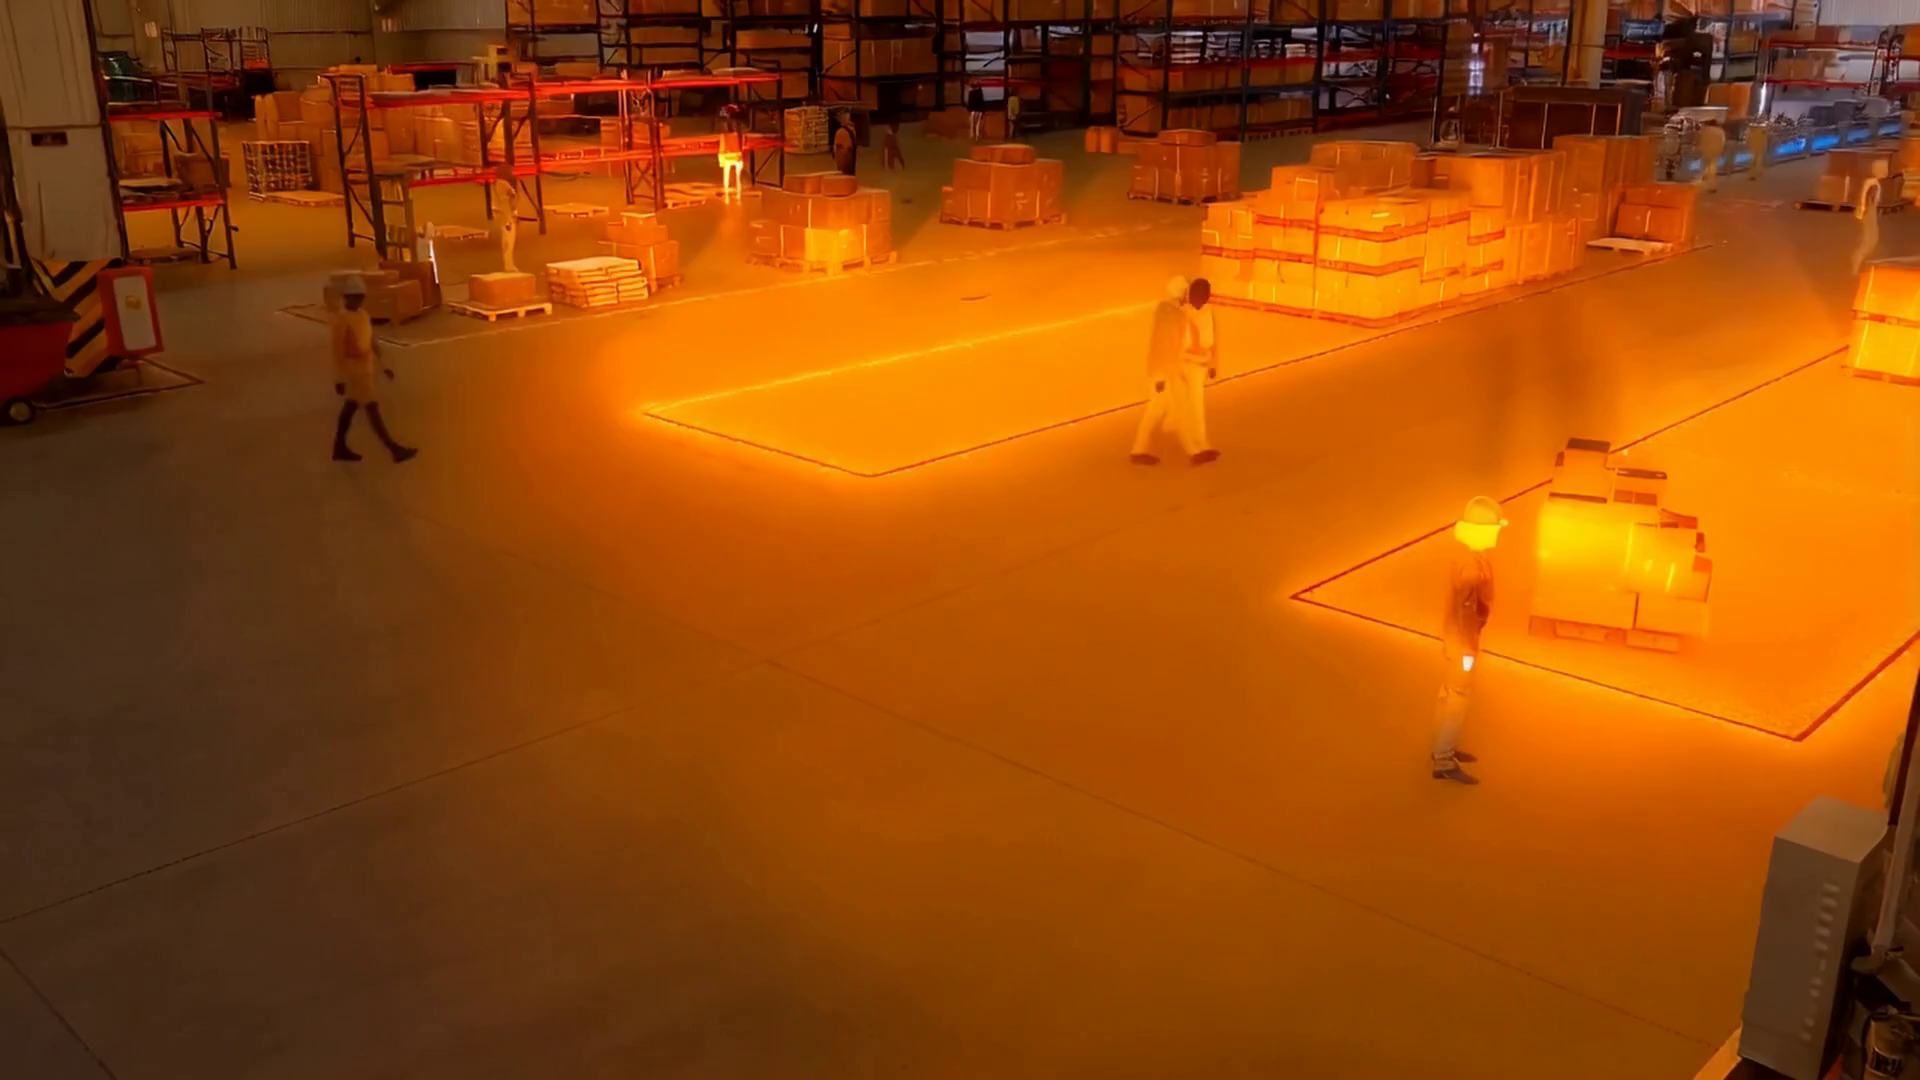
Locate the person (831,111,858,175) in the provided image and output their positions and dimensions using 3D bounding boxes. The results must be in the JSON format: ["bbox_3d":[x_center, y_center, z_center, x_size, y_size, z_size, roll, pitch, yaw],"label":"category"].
[{"bbox_3d":[-2.511,-8.200,35.800,0.537,2.000,0.689,9,21,26],"label":"person"}]

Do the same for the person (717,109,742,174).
[{"bbox_3d":[-5.891,-10.145,42.321,0.515,1.616,0.730,13,23,35],"label":"person"}]

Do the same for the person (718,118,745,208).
[{"bbox_3d":[-4.895,-8.069,35.652,0.574,1.884,0.356,-5,19,-16],"label":"person"}]

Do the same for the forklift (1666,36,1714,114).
[{"bbox_3d":[27.341,-17.291,61.877,1.129,2.768,1.873,17,25,41],"label":"forklift"}]

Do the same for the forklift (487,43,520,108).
[{"bbox_3d":[-14.866,-14.828,54.456,1.873,2.768,1.129,17,25,41],"label":"forklift"}]

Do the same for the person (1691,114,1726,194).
[{"bbox_3d":[17.117,-8.809,37.993,0.720,1.816,0.605,-14,23,-36],"label":"person"}]

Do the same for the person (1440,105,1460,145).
[{"bbox_3d":[11.444,-9.161,38.854,0.375,1.939,0.546,-9,20,-24],"label":"person"}]

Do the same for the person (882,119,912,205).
[{"bbox_3d":[-1.376,-8.220,36.201,0.856,1.831,0.497,2,19,7],"label":"person"}]

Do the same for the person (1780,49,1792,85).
[{"bbox_3d":[40.140,-22.920,80.657,0.536,1.714,0.942,16,24,40],"label":"person"}]

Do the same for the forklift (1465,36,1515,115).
[{"bbox_3d":[19.973,-17.201,61.605,1.873,2.768,1.129,16,24,40],"label":"forklift"}]

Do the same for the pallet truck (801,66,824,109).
[{"bbox_3d":[-4.812,-15.182,56.903,0.823,1.965,1.885,-9,21,-26],"label":"pallet truck"}]

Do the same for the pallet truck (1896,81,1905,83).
[{"bbox_3d":[34.802,-16.331,61.455,0.653,1.274,1.630,17,25,41],"label":"pallet truck"}]

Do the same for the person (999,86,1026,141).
[{"bbox_3d":[1.646,-13.134,51.277,0.807,1.670,0.552,5,19,14],"label":"person"}]

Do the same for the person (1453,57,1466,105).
[{"bbox_3d":[20.029,-18.352,66.591,0.821,1.917,0.555,-16,24,-40],"label":"person"}]

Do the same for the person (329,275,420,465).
[{"bbox_3d":[-5.861,-1.667,16.353,1.009,1.881,0.564,2,18,5],"label":"person"}]

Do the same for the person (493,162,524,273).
[{"bbox_3d":[-7.363,-5.218,27.123,0.429,1.846,0.626,-4,19,-11],"label":"person"}]

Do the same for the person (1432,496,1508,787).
[{"bbox_3d":[3.005,0.579,9.814,0.297,1.745,0.484,5,19,16],"label":"person"}]

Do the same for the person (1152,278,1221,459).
[{"bbox_3d":[2.297,-1.751,16.741,0.807,1.810,0.636,13,22,34],"label":"person"}]

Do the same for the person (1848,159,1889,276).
[{"bbox_3d":[14.827,-5.234,27.080,0.464,1.899,0.615,8,20,23],"label":"person"}]

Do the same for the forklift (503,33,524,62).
[{"bbox_3d":[-17.818,-18.864,66.617,1.129,2.768,1.873,17,25,41],"label":"forklift"}]

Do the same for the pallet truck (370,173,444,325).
[{"bbox_3d":[-8.209,-4.181,23.757,0.823,1.965,1.885,3,19,9],"label":"pallet truck"}]

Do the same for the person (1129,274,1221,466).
[{"bbox_3d":[2.133,-1.651,16.311,0.900,1.896,0.661,0,18,1],"label":"person"}]

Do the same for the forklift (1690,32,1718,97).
[{"bbox_3d":[29.938,-19.120,67.387,1.129,2.768,1.873,17,25,41],"label":"forklift"}]

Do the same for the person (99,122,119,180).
[{"bbox_3d":[-18.981,-8.443,36.799,0.584,1.873,1.015,-16,24,-39],"label":"person"}]

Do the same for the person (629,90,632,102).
[{"bbox_3d":[-10.520,-13.583,52.671,0.377,1.627,0.516,-2,19,-7],"label":"person"}]

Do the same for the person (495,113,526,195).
[{"bbox_3d":[-10.312,-8.867,38.056,0.649,1.889,1.012,-16,24,-39],"label":"person"}]

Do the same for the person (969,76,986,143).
[{"bbox_3d":[0.551,-13.138,50.748,0.397,1.992,0.621,-15,24,-39],"label":"person"}]

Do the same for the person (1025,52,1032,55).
[{"bbox_3d":[3.253,-22.887,80.154,1.073,1.993,0.611,-5,19,-14],"label":"person"}]

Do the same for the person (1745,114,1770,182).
[{"bbox_3d":[19.466,-9.575,40.593,0.574,1.616,0.514,-16,24,-40],"label":"person"}]

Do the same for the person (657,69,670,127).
[{"bbox_3d":[-10.097,-15.019,56.553,0.588,1.911,0.396,14,23,35],"label":"person"}]

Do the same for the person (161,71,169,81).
[{"bbox_3d":[-26.701,-14.811,55.959,0.554,1.894,1.006,6,19,18],"label":"person"}]
